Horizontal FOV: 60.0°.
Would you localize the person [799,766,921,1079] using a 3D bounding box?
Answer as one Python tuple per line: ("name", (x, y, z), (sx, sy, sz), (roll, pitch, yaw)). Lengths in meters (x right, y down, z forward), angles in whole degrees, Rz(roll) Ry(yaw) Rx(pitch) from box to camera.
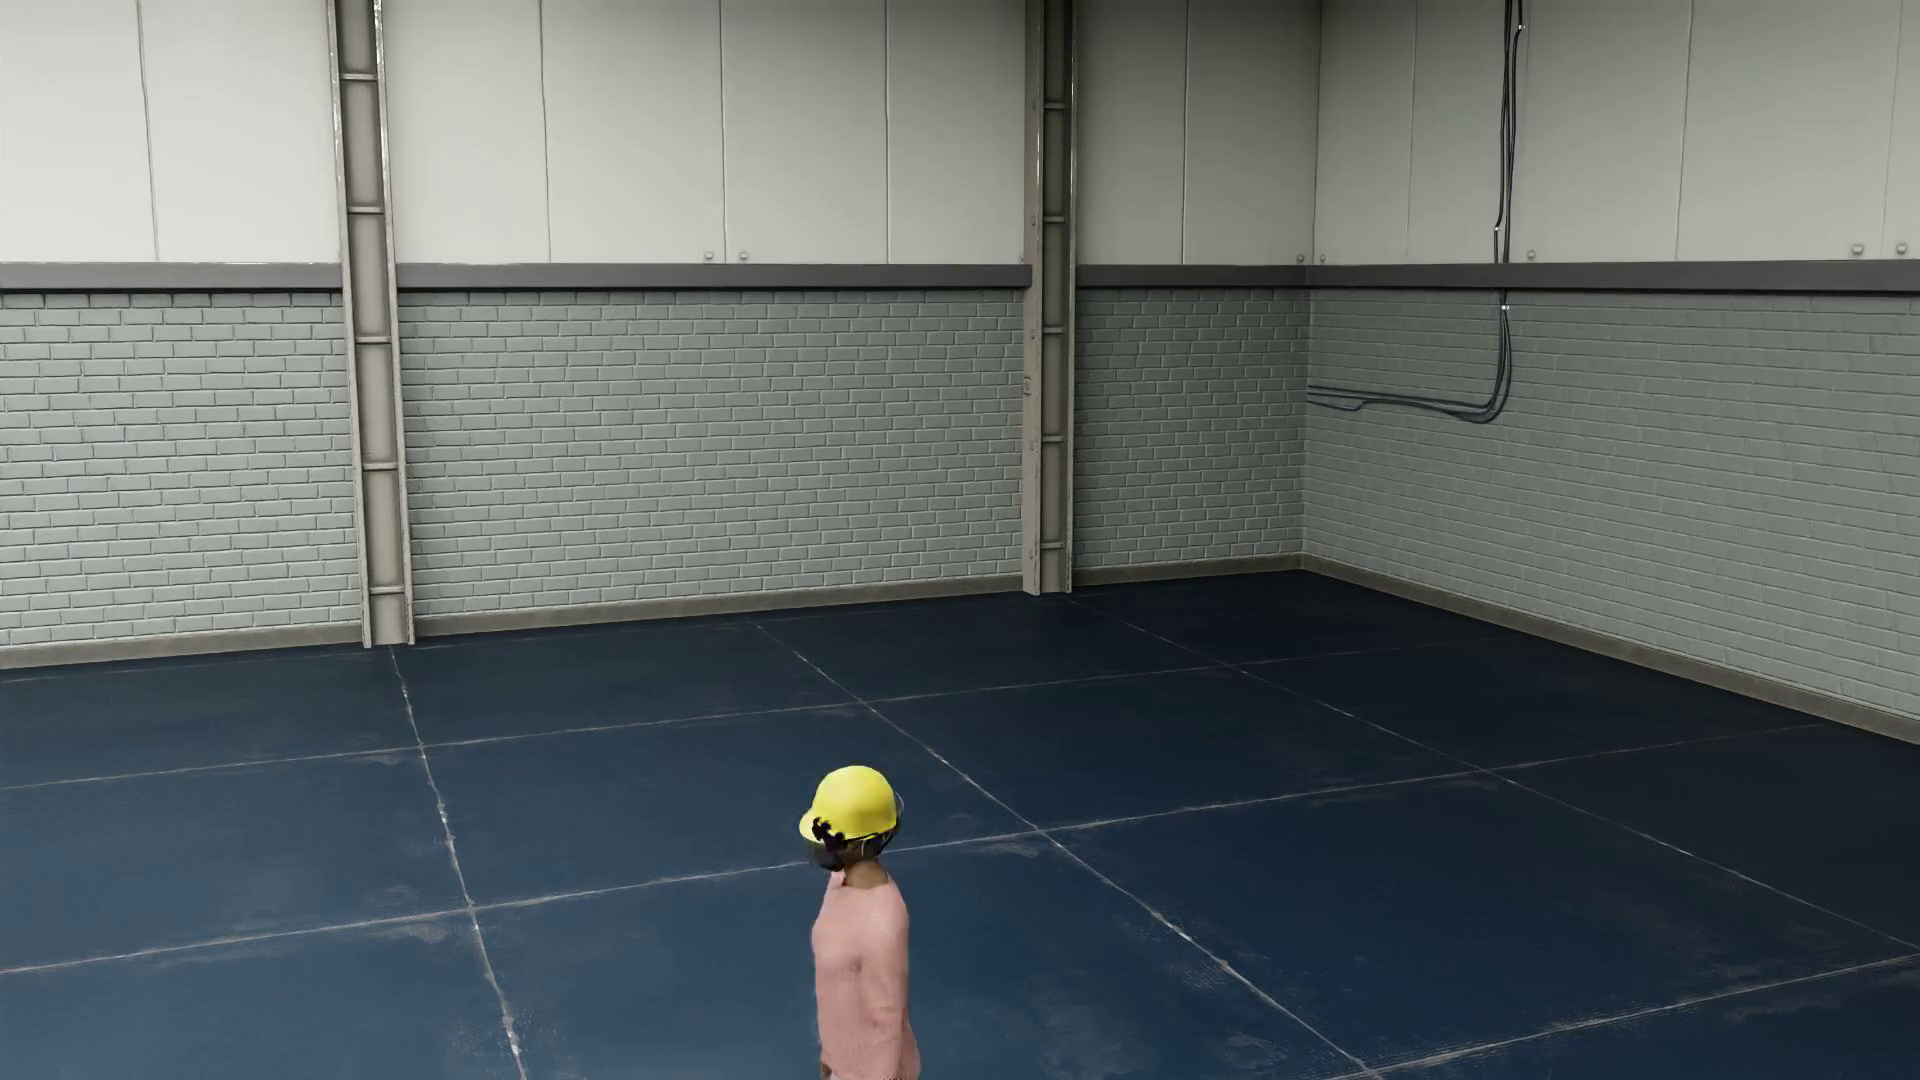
("person", (-0.265, 1.454, 4.505), (0.319, 1.755, 0.553), (-2, 9, -13))
